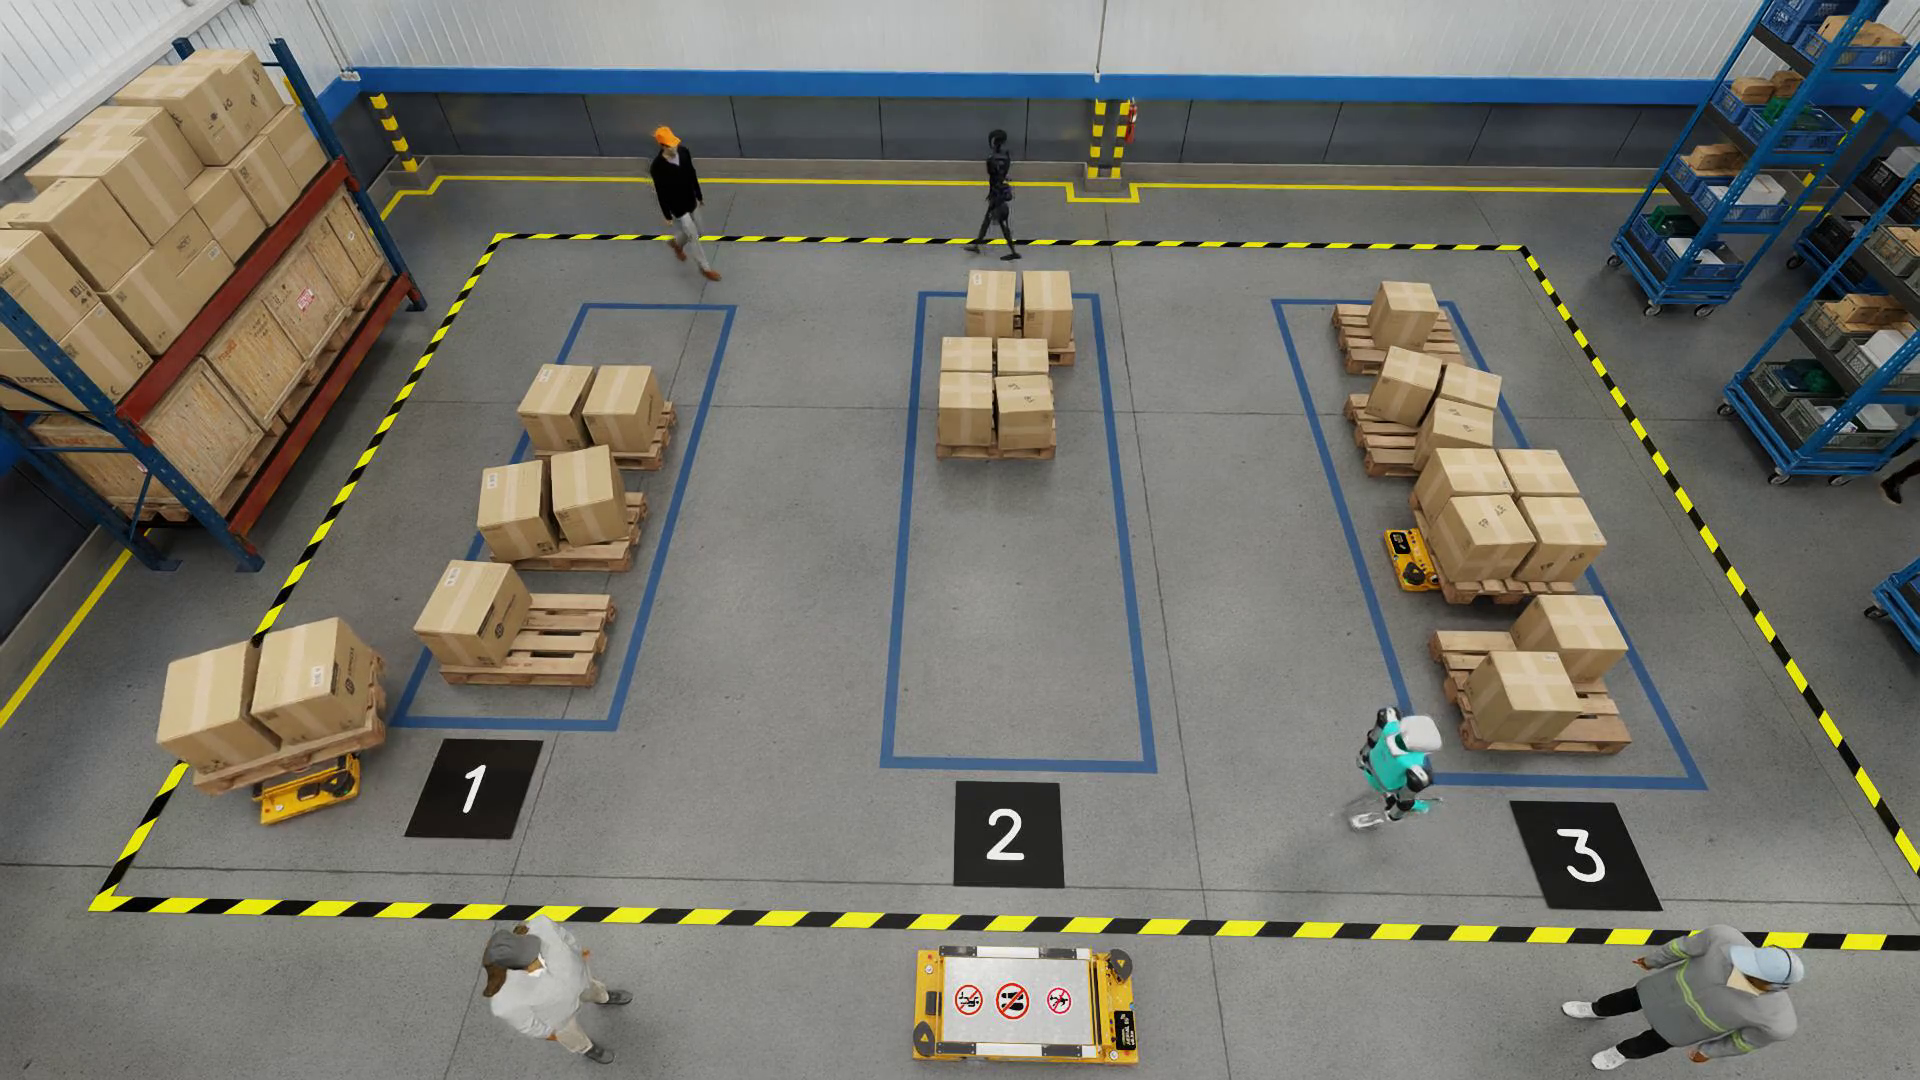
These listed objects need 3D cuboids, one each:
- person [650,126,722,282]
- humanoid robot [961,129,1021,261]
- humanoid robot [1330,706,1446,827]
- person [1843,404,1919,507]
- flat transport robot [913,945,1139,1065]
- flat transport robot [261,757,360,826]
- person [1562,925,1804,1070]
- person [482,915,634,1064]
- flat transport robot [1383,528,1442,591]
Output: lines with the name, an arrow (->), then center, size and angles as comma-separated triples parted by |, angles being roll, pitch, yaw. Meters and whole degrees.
person -> -3.262, -3.918, 10.652 | 0.722, 1.861, 0.590 | 23, 54, 17
humanoid robot -> 0.398, -4.062, 10.908 | 0.735, 1.630, 0.589 | -7, 51, -6
humanoid robot -> 3.017, 1.644, 6.221 | 0.787, 1.814, 0.557 | -8, 51, -6
person -> 9.093, -1.127, 8.340 | 0.483, 1.922, 0.688 | -34, 59, -25
flat transport robot -> 0.422, 3.041, 6.007 | 1.431, 0.231, 0.659 | 1, 51, 1
flat transport robot -> -5.157, 1.475, 7.265 | 0.652, 0.197, 1.431 | -18, 53, -14
person -> 4.160, 2.675, 5.284 | 0.385, 1.849, 0.596 | -7, 51, -6
person -> -2.373, 2.634, 5.370 | 0.396, 1.769, 0.563 | 5, 51, 4
flat transport robot -> 4.689, 0.155, 8.342 | 1.431, 0.197, 0.652 | 1, 51, 1
